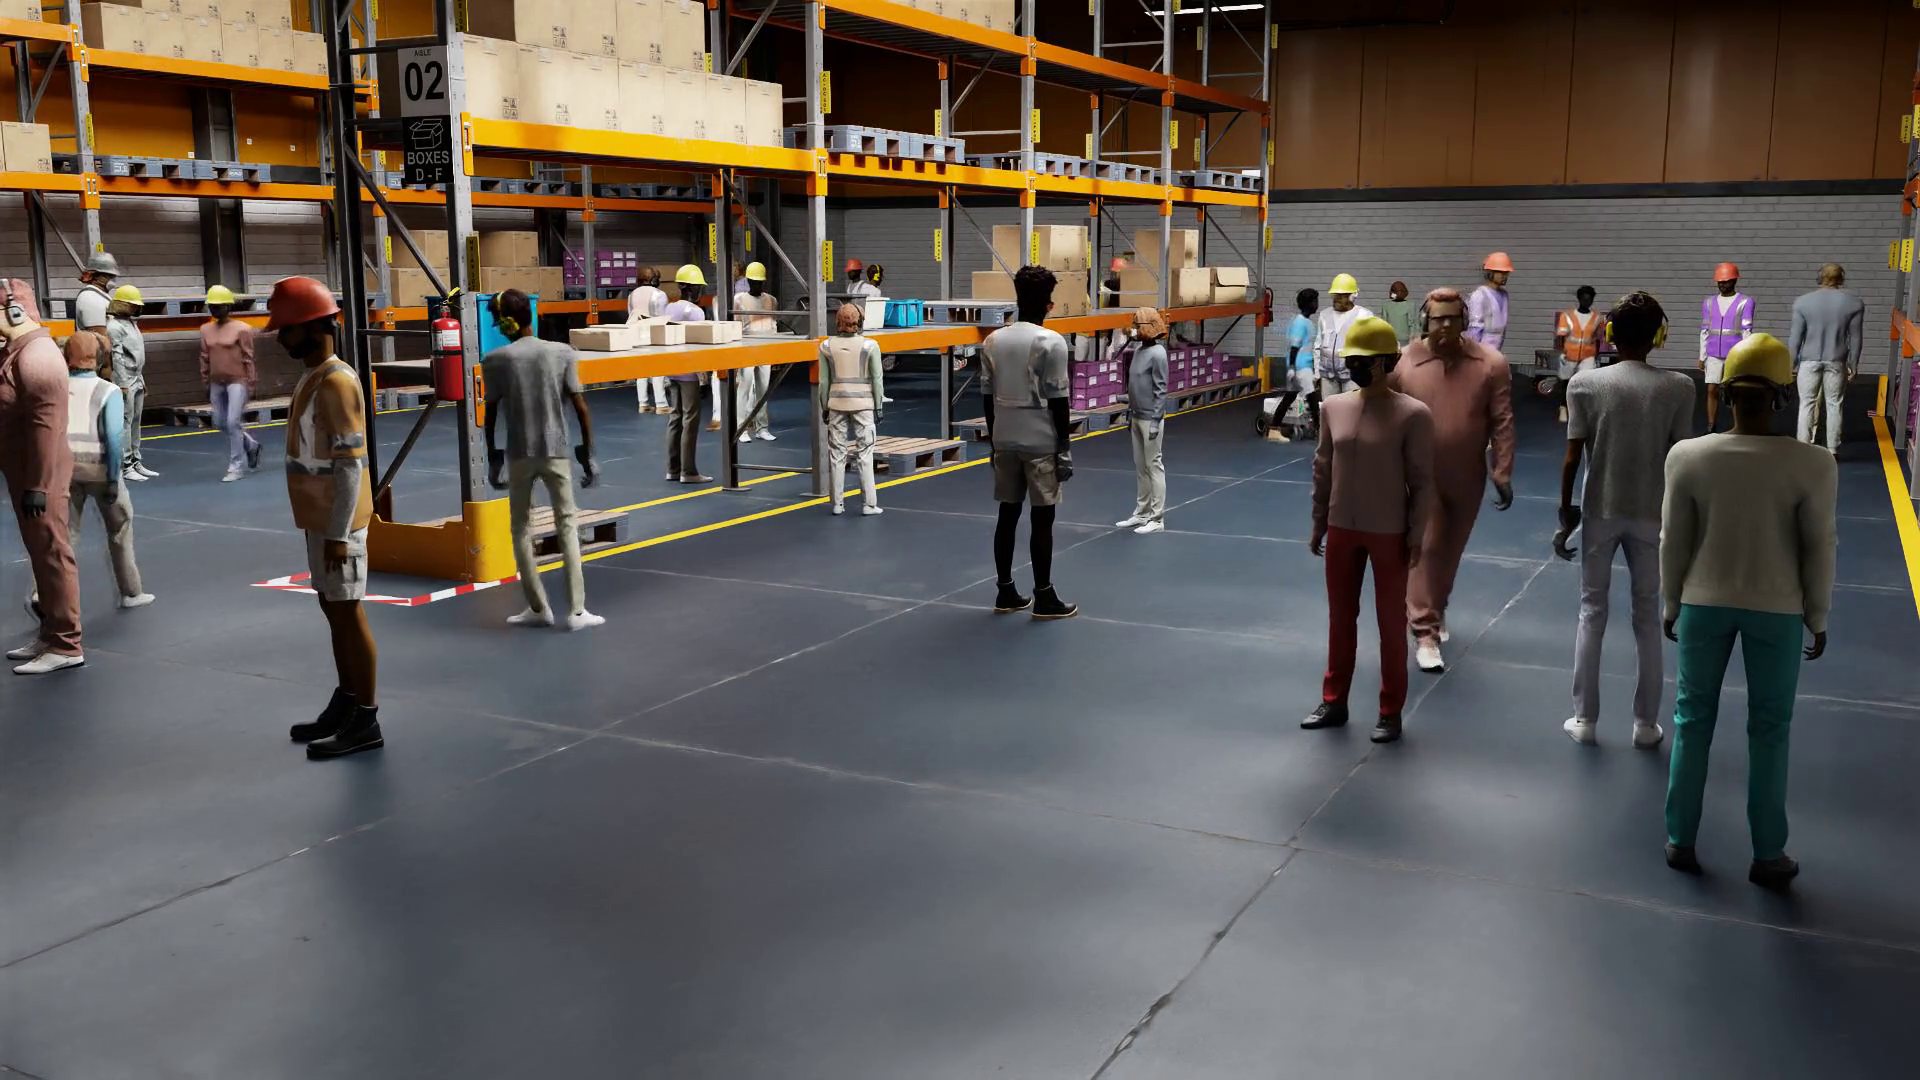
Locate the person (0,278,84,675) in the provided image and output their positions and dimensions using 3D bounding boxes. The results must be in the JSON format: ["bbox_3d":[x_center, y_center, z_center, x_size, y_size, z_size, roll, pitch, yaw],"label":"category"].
[{"bbox_3d":[-4.512,-0.308,8.066,0.408,1.903,0.638,-6,12,-31],"label":"person"}]

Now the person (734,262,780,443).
[{"bbox_3d":[-2.185,-2.008,17.834,0.591,1.923,0.381,-8,12,-38],"label":"person"}]

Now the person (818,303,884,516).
[{"bbox_3d":[-0.835,-0.994,12.786,0.514,1.642,0.310,2,10,13],"label":"person"}]

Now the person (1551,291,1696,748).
[{"bbox_3d":[2.716,-0.078,6.826,0.535,1.868,0.309,3,10,17],"label":"person"}]

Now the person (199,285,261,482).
[{"bbox_3d":[-6.505,-1.409,14.897,0.524,1.749,0.631,2,10,12],"label":"person"}]

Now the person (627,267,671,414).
[{"bbox_3d":[-3.884,-2.508,20.974,0.624,1.844,0.430,6,12,32],"label":"person"}]

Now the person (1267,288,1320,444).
[{"bbox_3d":[3.640,-1.809,17.468,0.899,1.643,0.538,4,10,20],"label":"person"}]

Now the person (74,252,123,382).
[{"bbox_3d":[-7.824,-1.631,15.315,0.536,2.000,0.672,-5,11,-29],"label":"person"}]

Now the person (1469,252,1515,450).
[{"bbox_3d":[5.412,-1.919,17.007,0.635,2.025,0.458,-7,12,-37],"label":"person"}]

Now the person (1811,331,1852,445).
[{"bbox_3d":[9.197,-1.814,17.584,0.493,1.624,0.281,3,10,17],"label":"person"}]

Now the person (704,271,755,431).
[{"bbox_3d":[-2.618,-2.134,18.765,0.606,1.855,0.762,6,12,33],"label":"person"}]

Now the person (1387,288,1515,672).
[{"bbox_3d":[2.417,-0.332,8.347,0.643,1.859,1.004,0,10,2],"label":"person"}]

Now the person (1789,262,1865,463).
[{"bbox_3d":[8.328,-1.704,16.039,0.635,1.936,0.356,4,11,21],"label":"person"}]

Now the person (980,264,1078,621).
[{"bbox_3d":[0.387,-0.534,9.203,0.602,1.959,0.371,9,13,42],"label":"person"}]

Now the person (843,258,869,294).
[{"bbox_3d":[-1.600,-3.339,25.507,0.373,1.934,0.551,-8,12,-37],"label":"person"}]

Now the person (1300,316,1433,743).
[{"bbox_3d":[1.689,-0.042,6.913,0.528,1.767,0.330,9,13,41],"label":"person"}]

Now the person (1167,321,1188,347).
[{"bbox_3d":[3.777,-3.921,28.941,0.553,1.918,0.804,-7,12,-36],"label":"person"}]

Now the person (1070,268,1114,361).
[{"bbox_3d":[1.814,-2.840,22.936,0.622,1.835,0.430,-1,10,-3],"label":"person"}]

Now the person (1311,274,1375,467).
[{"bbox_3d":[3.564,-1.560,15.519,0.599,1.827,0.403,8,12,38],"label":"person"}]

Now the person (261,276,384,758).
[{"bbox_3d":[-2.567,-0.089,6.710,0.371,1.931,0.543,-6,11,-30],"label":"person"}]

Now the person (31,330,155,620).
[{"bbox_3d":[-4.854,-0.353,9.186,0.514,1.605,0.830,2,10,11],"label":"person"}]

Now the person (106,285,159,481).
[{"bbox_3d":[-7.390,-1.397,14.847,0.309,1.735,0.484,-1,10,-7],"label":"person"}]

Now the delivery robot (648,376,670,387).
[{"bbox_3d":[-4.266,-2.383,23.698,0.477,0.478,0.707,-3,10,-16],"label":"delivery robot"}]

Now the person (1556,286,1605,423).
[{"bbox_3d":[7.258,-2.160,19.533,0.532,1.645,0.924,3,10,14],"label":"person"}]

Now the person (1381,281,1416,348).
[{"bbox_3d":[6.072,-2.774,23.110,0.501,1.632,0.288,7,12,36],"label":"person"}]

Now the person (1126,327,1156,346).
[{"bbox_3d":[2.809,-3.239,25.221,0.597,1.829,0.944,1,10,4],"label":"person"}]

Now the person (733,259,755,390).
[{"bbox_3d":[-3.230,-3.177,24.579,0.370,1.934,0.627,-6,12,-33],"label":"person"}]

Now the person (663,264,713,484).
[{"bbox_3d":[-2.386,-1.458,14.666,0.394,1.919,0.589,-8,13,-40],"label":"person"}]

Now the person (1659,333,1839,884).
[{"bbox_3d":[2.523,0.223,5.367,0.524,1.772,0.301,7,12,34],"label":"person"}]

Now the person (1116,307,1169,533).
[{"bbox_3d":[1.344,-0.867,12.074,0.285,1.633,0.497,-3,10,-18],"label":"person"}]

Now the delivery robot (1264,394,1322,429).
[{"bbox_3d":[3.635,-1.426,18.153,0.477,0.478,0.707,-5,11,-25],"label":"delivery robot"}]

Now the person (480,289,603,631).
[{"bbox_3d":[-2.244,-0.418,8.927,0.595,1.836,0.412,-3,10,-15],"label":"person"}]

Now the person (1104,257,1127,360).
[{"bbox_3d":[2.484,-3.370,25.662,0.727,1.972,0.660,-4,11,-22],"label":"person"}]

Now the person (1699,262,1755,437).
[{"bbox_3d":[8.155,-1.991,17.758,0.399,1.925,0.543,-9,13,-42],"label":"person"}]

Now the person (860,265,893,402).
[{"bbox_3d":[-1.156,-2.800,22.610,0.329,1.861,0.507,-7,12,-35],"label":"person"}]

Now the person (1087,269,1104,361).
[{"bbox_3d":[2.098,-3.606,27.493,0.661,1.784,0.866,7,12,35],"label":"person"}]
